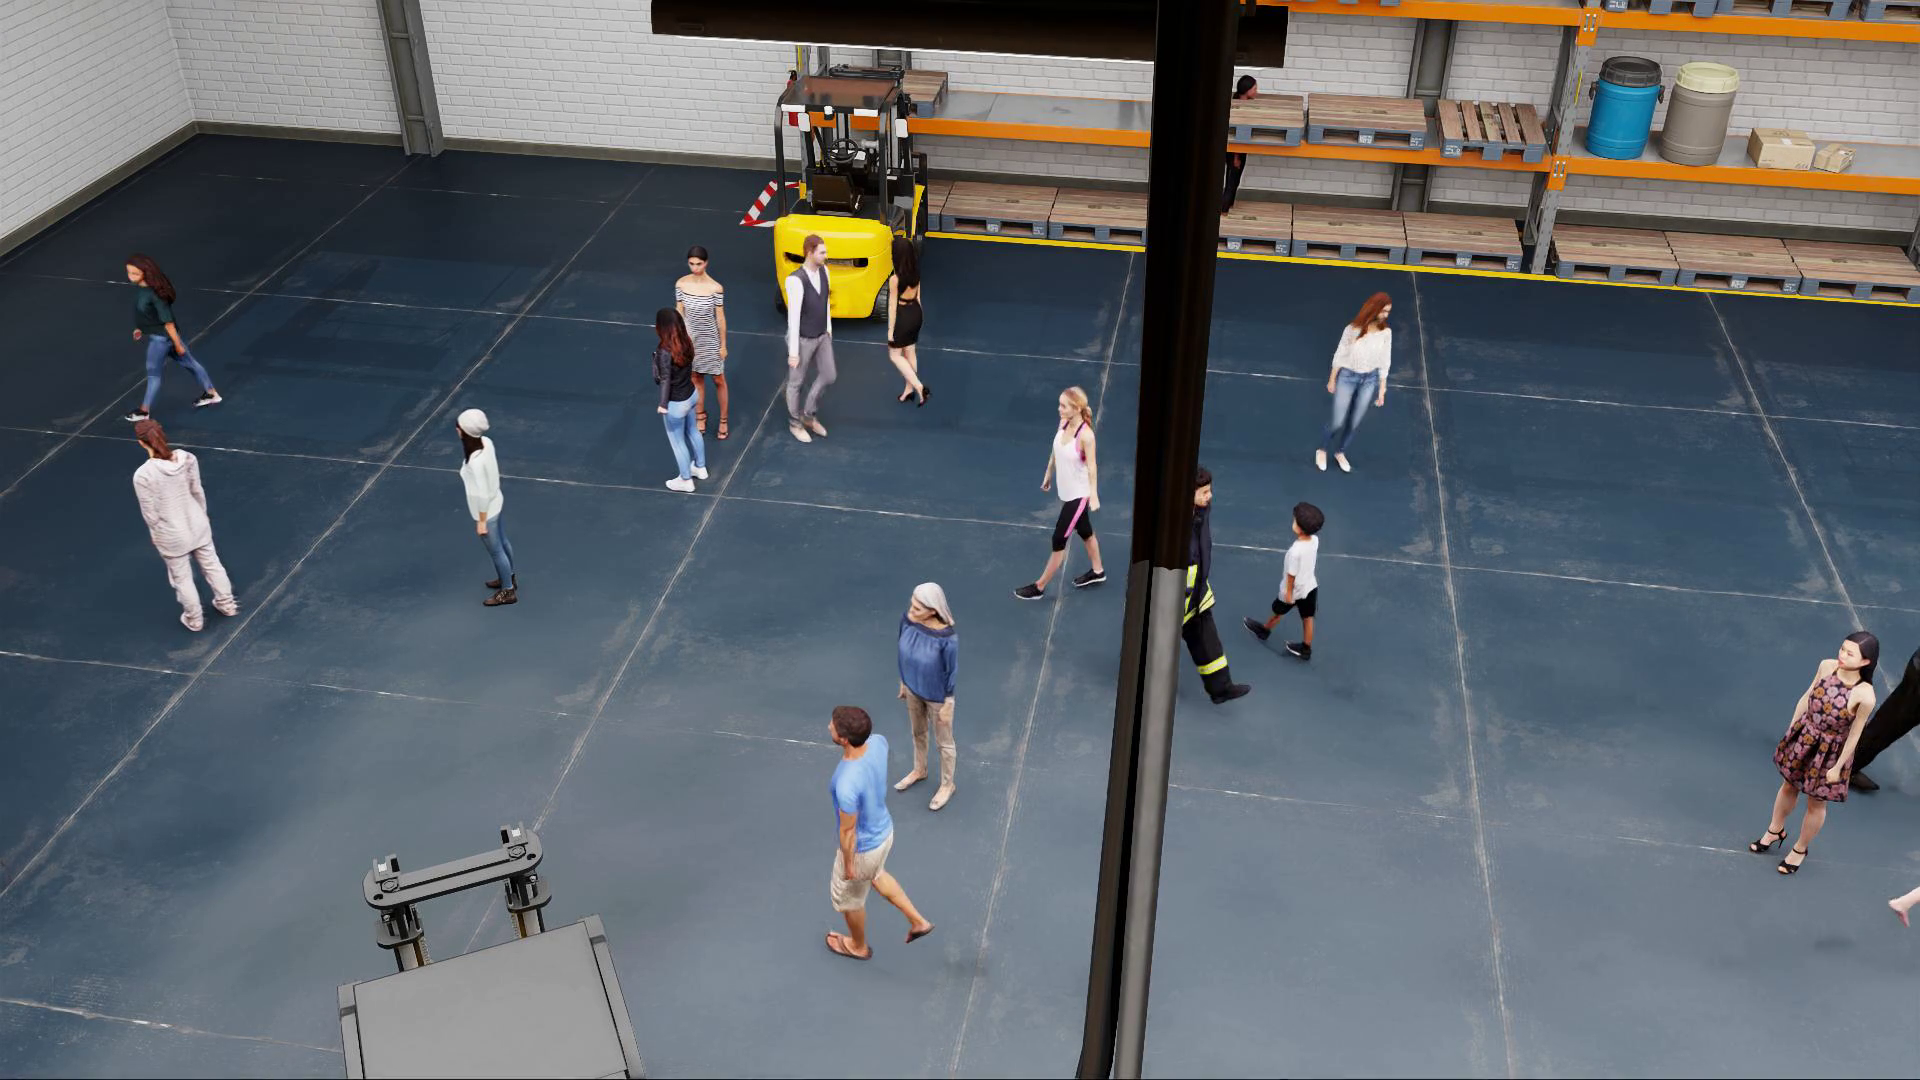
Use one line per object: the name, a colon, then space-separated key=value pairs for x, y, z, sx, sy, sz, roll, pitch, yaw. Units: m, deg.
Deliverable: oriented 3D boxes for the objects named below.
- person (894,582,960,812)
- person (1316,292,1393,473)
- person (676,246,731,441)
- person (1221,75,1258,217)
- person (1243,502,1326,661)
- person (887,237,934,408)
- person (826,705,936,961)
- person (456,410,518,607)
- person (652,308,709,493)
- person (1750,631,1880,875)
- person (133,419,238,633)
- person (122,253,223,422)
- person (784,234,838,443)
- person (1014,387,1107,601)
person: x=-0.187 y=0.951 z=10.525 sx=0.668 sy=1.701 sz=0.767 roll=26 pitch=41 yaw=33
person: x=3.292 y=-1.340 z=13.978 sx=0.599 sy=1.693 sz=0.738 roll=7 pitch=34 yaw=10
person: x=-2.214 y=-1.712 z=14.424 sx=0.458 sy=1.820 sz=0.656 roll=7 pitch=34 yaw=11
person: x=3.030 y=-4.252 z=18.305 sx=0.558 sy=1.754 sz=0.587 roll=11 pitch=35 yaw=16
person: x=2.474 y=0.331 z=11.878 sx=0.773 sy=1.236 sz=0.869 roll=-27 pitch=42 yaw=-34
person: x=-0.414 y=-1.897 z=14.866 sx=0.845 sy=1.639 sz=0.753 roll=26 pitch=41 yaw=33
person: x=-0.457 y=1.681 z=9.291 sx=0.959 sy=1.850 sz=0.776 roll=14 pitch=36 yaw=20
person: x=-3.522 y=-0.253 z=12.388 sx=0.576 sy=1.643 sz=0.618 roll=-2 pitch=34 yaw=-3
person: x=-2.328 y=-1.171 z=13.781 sx=0.592 sy=1.630 sz=0.648 roll=10 pitch=35 yaw=15
person: x=5.150 y=1.271 z=9.977 sx=0.841 sy=1.775 sz=0.799 roll=-13 pitch=36 yaw=-19
person: x=-5.683 y=-0.107 z=12.129 sx=0.723 sy=1.688 sz=0.716 roll=23 pitch=40 yaw=30
person: x=-7.010 y=-1.823 z=14.811 sx=1.168 sy=1.576 sz=1.091 roll=-17 pitch=37 yaw=-24
person: x=-1.370 y=-1.786 z=14.445 sx=0.868 sy=1.920 sz=0.884 roll=27 pitch=42 yaw=35
person: x=0.951 y=-0.362 z=12.454 sx=1.139 sy=1.751 sz=0.974 roll=-13 pitch=36 yaw=-19
